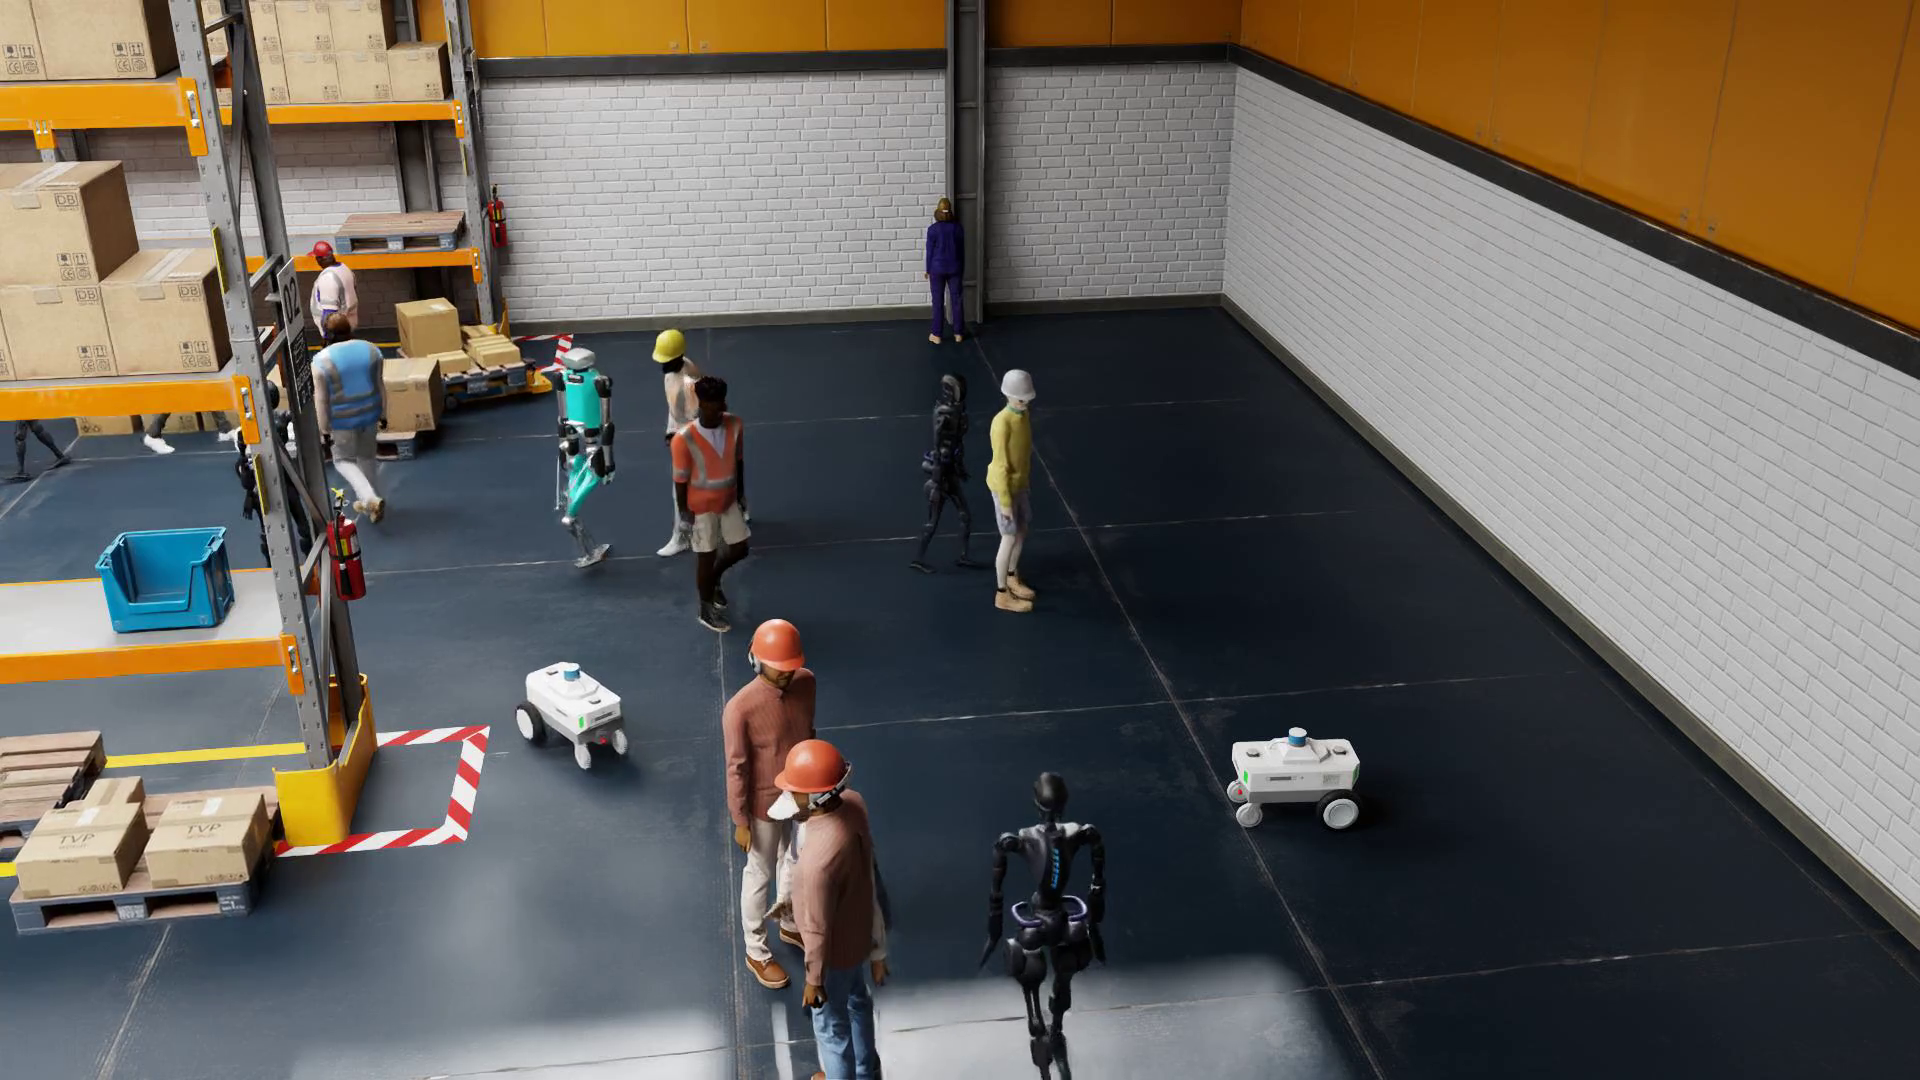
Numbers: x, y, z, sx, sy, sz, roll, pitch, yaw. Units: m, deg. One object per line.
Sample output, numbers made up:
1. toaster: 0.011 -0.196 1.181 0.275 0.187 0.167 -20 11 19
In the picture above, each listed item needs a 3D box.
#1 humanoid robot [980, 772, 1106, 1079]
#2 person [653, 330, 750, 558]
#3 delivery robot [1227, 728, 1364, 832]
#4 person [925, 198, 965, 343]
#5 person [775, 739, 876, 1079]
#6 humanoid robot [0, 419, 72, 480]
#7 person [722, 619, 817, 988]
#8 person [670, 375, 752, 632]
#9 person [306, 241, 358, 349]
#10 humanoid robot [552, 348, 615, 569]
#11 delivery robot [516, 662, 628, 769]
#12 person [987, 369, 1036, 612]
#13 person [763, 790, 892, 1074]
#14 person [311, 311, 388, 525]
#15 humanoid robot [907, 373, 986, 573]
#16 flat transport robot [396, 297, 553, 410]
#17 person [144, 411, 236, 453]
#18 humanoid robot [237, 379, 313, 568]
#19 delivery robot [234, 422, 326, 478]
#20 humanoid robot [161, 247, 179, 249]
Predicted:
1. humanoid robot: 0.383 1.805 7.600 0.590 1.638 0.731 -6 24 -13
2. person: -2.095 -0.842 13.361 0.895 1.849 0.640 -10 25 -21
3. delivery robot: 1.994 1.399 9.861 0.802 0.601 0.499 -1 24 -3
4. person: -0.166 -3.006 18.556 0.455 1.623 0.342 -6 24 -14
5. person: -0.574 1.746 7.289 0.403 1.986 0.610 5 24 11
6. humanoid robot: -8.344 -1.342 14.727 0.600 1.631 0.694 16 29 33
7. person: -0.898 1.290 8.317 0.392 1.989 0.621 17 29 34
8. person: -1.774 -0.271 11.930 0.468 1.942 0.642 21 31 39
9. person: -6.084 -2.055 16.238 0.419 1.749 0.608 1 24 2
10. humanoid robot: -3.000 -0.542 12.807 0.544 1.773 0.752 12 27 26
11. delivery robot: -2.450 1.068 10.593 0.499 0.583 0.765 -21 31 -39
12. person: 0.390 -0.380 12.275 0.425 1.879 0.492 12 26 25
13. person: -0.573 1.777 7.532 0.541 1.721 0.748 -12 26 -25
14. person: -4.980 -0.985 13.719 0.675 1.817 0.625 21 31 39
15. humanoid robot: -0.112 -0.523 12.860 0.595 1.624 0.608 8 25 18
16. flat transport robot: -4.965 -1.582 17.002 1.431 0.231 0.659 -13 27 -27
17. person: -7.223 -1.713 15.389 0.908 1.812 0.572 -6 25 -14
18. humanoid robot: -5.173 -0.420 12.612 0.594 1.635 0.585 16 28 32
19. delivery robot: -6.151 -0.848 14.989 0.808 0.607 0.499 -7 25 -15
20. humanoid robot: -7.189 -1.919 15.967 0.776 1.794 0.530 1 24 3
